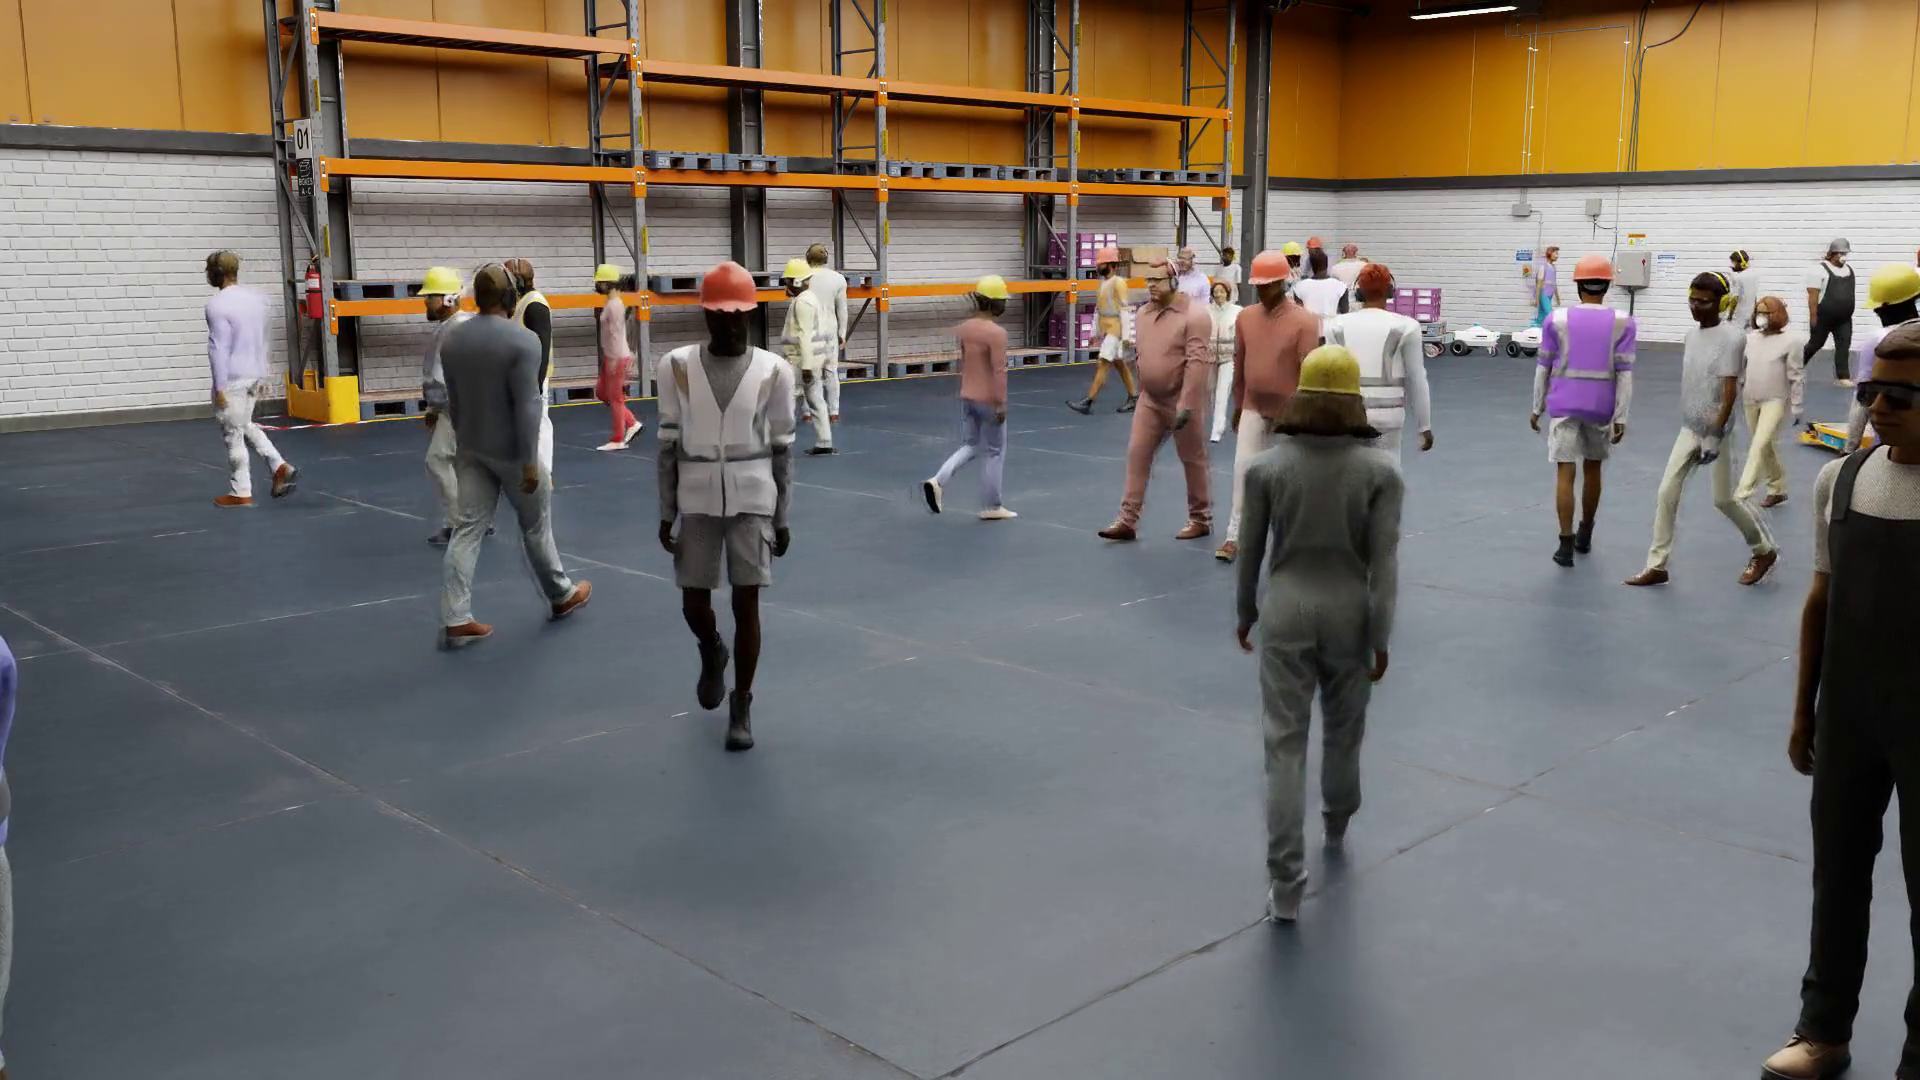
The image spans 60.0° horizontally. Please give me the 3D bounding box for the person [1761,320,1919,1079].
[{"bbox_3d":[2.133,0.424,3.799,0.341,1.840,0.502,-6,12,-29],"label":"person"}]

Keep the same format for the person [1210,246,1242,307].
[{"bbox_3d":[4.338,-3.898,27.355,0.630,1.843,0.475,7,12,32],"label":"person"}]

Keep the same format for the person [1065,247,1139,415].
[{"bbox_3d":[1.656,-2.358,18.840,1.003,1.880,0.574,-3,11,-17],"label":"person"}]

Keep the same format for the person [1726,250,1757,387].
[{"bbox_3d":[10.480,-2.937,22.166,0.762,1.822,0.318,-5,12,-27],"label":"person"}]

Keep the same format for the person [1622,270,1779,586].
[{"bbox_3d":[4.339,-0.625,9.535,0.887,1.837,0.506,-3,11,-18],"label":"person"}]

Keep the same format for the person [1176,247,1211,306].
[{"bbox_3d":[2.705,-2.603,20.155,0.663,1.888,0.674,4,11,21],"label":"person"}]

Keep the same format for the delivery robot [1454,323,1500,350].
[{"bbox_3d":[8.658,-3.397,27.868,0.707,0.478,0.477,6,12,30],"label":"delivery robot"}]

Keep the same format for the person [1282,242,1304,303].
[{"bbox_3d":[4.486,-3.091,22.698,0.352,1.929,0.594,4,11,21],"label":"person"}]

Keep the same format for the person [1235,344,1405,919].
[{"bbox_3d":[1.097,0.248,5.157,0.497,1.686,0.925,2,11,12],"label":"person"}]

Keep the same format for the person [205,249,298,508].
[{"bbox_3d":[-5.309,-1.184,12.321,0.517,1.922,0.644,1,10,8],"label":"person"}]

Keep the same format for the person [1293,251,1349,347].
[{"bbox_3d":[3.908,-2.192,18.018,0.614,1.857,1.049,4,11,20],"label":"person"}]

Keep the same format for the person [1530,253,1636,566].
[{"bbox_3d":[3.884,-0.826,10.428,0.564,1.904,0.876,3,11,14],"label":"person"}]

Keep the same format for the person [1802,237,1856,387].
[{"bbox_3d":[11.717,-3.101,22.454,0.687,2.000,0.923,-2,11,-10],"label":"person"}]

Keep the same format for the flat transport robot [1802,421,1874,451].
[{"bbox_3d":[8.423,-0.932,15.455,0.652,0.197,1.431,2,11,8],"label":"flat transport robot"}]

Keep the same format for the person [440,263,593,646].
[{"bbox_3d":[-2.309,-0.448,8.419,0.655,1.880,1.039,5,11,25],"label":"person"}]

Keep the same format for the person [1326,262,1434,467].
[{"bbox_3d":[2.458,-0.695,9.814,0.635,1.865,0.415,8,13,36],"label":"person"}]

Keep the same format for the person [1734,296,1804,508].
[{"bbox_3d":[5.854,-0.989,12.166,0.872,1.579,0.522,-6,12,-30],"label":"person"}]

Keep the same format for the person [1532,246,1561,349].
[{"bbox_3d":[10.486,-4.267,29.410,0.817,1.811,0.608,8,13,37],"label":"person"}]

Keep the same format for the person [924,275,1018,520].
[{"bbox_3d":[0.103,-0.985,11.698,0.629,1.745,0.539,-7,13,-35],"label":"person"}]

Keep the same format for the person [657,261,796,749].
[{"bbox_3d":[-0.925,-0.148,6.654,0.552,1.924,0.539,-1,10,-4],"label":"person"}]

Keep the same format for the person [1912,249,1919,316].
[{"bbox_3d":[12.590,-2.916,21.913,0.366,1.877,0.588,-1,10,-3],"label":"person"}]

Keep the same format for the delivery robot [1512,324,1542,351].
[{"bbox_3d":[9.465,-3.320,27.429,0.477,0.478,0.707,-7,13,-32],"label":"delivery robot"}]

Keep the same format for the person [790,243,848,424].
[{"bbox_3d":[-1.522,-2.214,17.896,0.630,1.940,0.372,-2,11,-10],"label":"person"}]

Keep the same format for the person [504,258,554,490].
[{"bbox_3d":[-3.437,-1.294,13.157,0.430,1.841,0.624,-6,12,-32],"label":"person"}]

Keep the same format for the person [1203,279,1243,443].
[{"bbox_3d":[2.574,-1.794,16.549,0.534,1.593,0.871,4,11,21],"label":"person"}]

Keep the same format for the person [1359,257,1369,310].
[{"bbox_3d":[7.124,-4.183,29.471,0.344,1.629,0.513,-5,12,-25],"label":"person"}]

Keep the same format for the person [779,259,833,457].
[{"bbox_3d":[-1.545,-1.632,15.101,0.839,1.796,0.617,1,10,4],"label":"person"}]

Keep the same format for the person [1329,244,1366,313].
[{"bbox_3d":[5.973,-3.620,25.695,0.687,1.880,0.719,0,10,-1],"label":"person"}]

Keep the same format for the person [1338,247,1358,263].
[{"bbox_3d":[7.024,-4.406,30.122,0.430,1.841,0.624,-2,11,-11],"label":"person"}]

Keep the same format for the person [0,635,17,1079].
[{"bbox_3d":[-1.370,0.698,2.016,0.355,1.939,0.552,1,10,5],"label":"person"}]

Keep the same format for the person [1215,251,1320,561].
[{"bbox_3d":[1.998,-0.857,10.512,0.639,1.939,1.041,8,13,38],"label":"person"}]

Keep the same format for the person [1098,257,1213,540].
[{"bbox_3d":[1.320,-0.901,10.928,0.923,1.871,0.659,-10,14,-44],"label":"person"}]

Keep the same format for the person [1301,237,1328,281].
[{"bbox_3d":[6.441,-4.546,30.494,1.100,1.971,0.620,-2,11,-10],"label":"person"}]

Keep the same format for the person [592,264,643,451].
[{"bbox_3d":[-3.261,-1.707,15.606,0.381,1.755,0.543,-3,11,-14],"label":"person"}]

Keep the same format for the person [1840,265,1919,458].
[{"bbox_3d":[5.062,-0.527,8.903,0.633,1.873,0.397,-2,11,-8],"label":"person"}]

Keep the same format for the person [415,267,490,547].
[{"bbox_3d":[-3.352,-0.856,10.826,0.560,1.812,0.605,-4,11,-22],"label":"person"}]
